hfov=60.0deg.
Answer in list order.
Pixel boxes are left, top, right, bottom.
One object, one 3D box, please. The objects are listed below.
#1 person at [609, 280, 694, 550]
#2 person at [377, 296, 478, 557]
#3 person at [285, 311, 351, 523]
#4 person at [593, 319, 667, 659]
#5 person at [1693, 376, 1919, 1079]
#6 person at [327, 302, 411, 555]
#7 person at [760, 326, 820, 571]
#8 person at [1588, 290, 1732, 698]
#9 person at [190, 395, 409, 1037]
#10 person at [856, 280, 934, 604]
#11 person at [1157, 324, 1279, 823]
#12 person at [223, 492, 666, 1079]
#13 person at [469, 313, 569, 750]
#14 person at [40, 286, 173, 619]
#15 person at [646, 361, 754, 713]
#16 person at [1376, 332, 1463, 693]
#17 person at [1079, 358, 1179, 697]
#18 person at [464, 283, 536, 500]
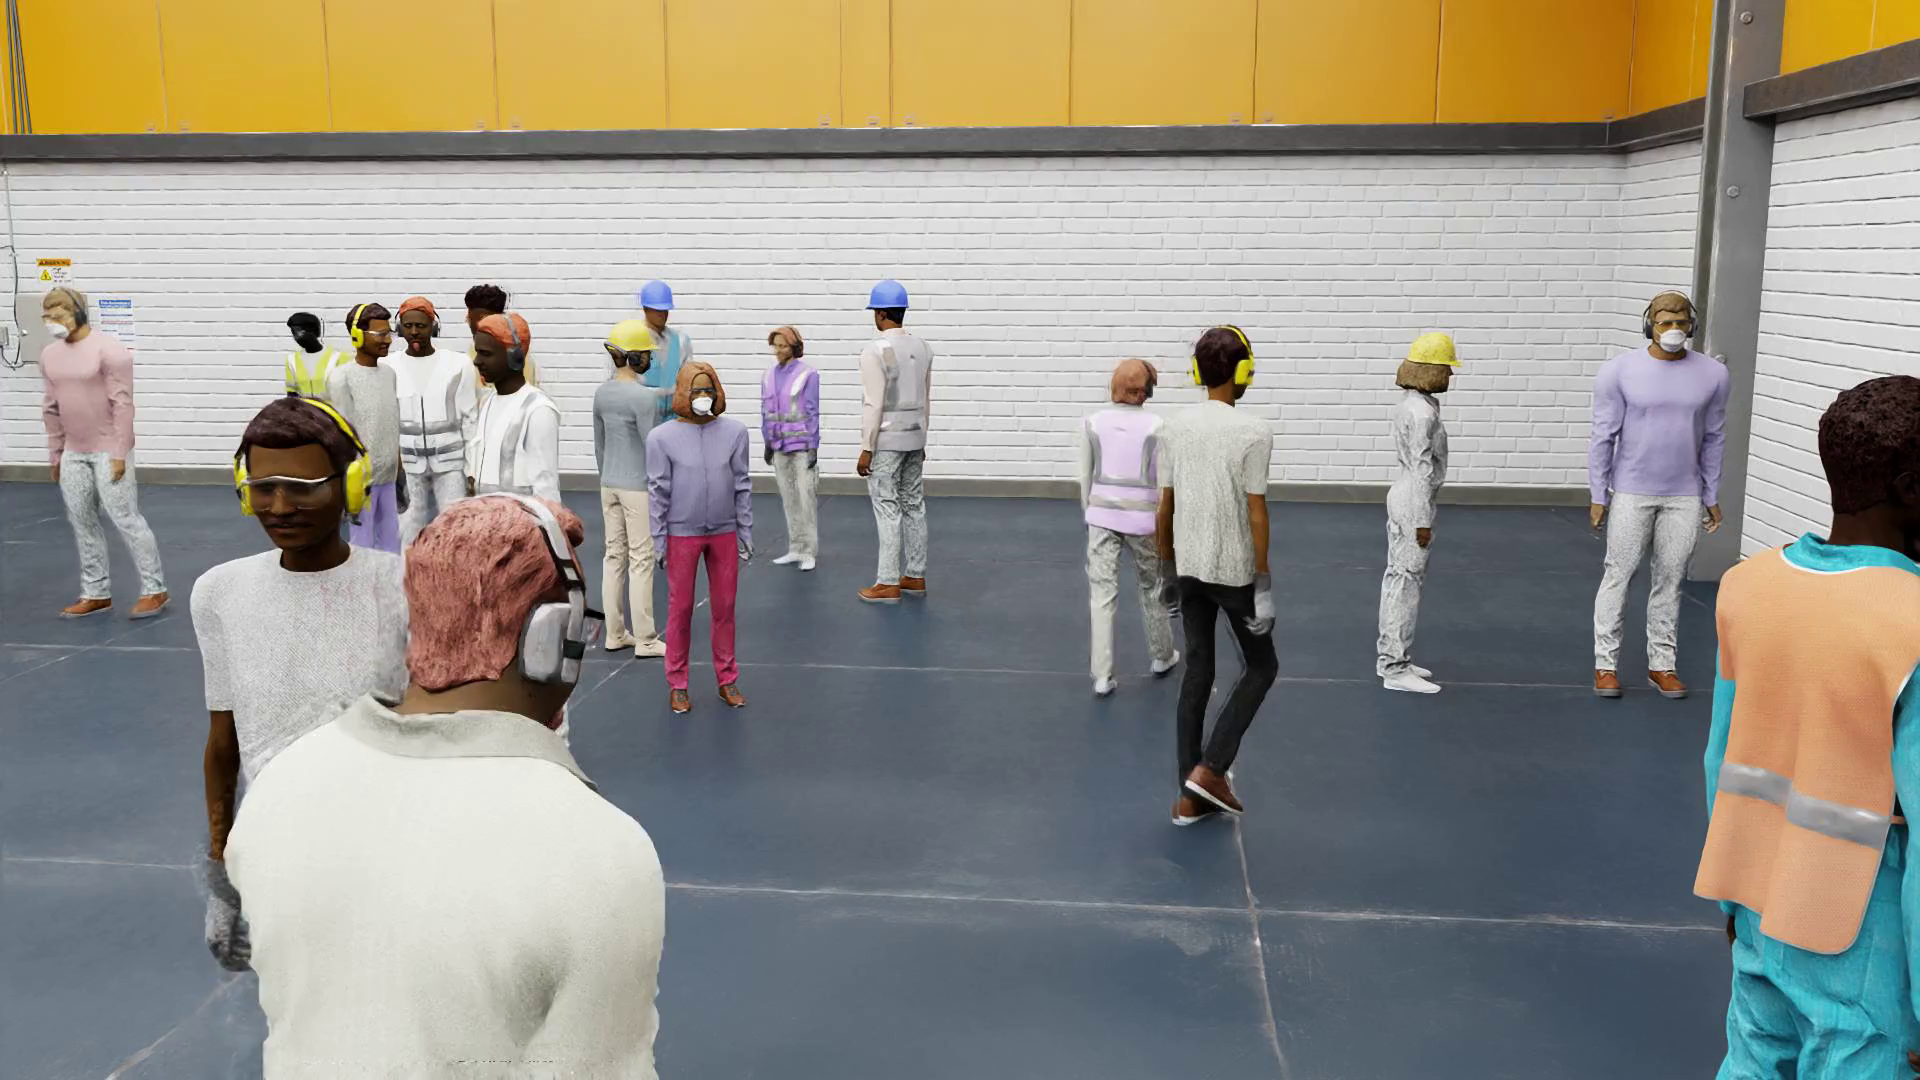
[{"bbox_3d":[-2.077,-0.809,11.372,0.649,1.925,0.463,-8,13,-39],"label":"person"},{"bbox_3d":[-2.941,-0.396,9.186,0.568,1.873,0.349,-2,10,-12],"label":"person"},{"bbox_3d":[-4.864,-0.917,12.721,0.550,1.660,0.439,2,10,10],"label":"person"},{"bbox_3d":[-1.706,-0.264,8.707,0.523,1.769,0.313,9,13,42],"label":"person"},{"bbox_3d":[1.514,0.674,2.903,0.393,1.919,0.589,-2,10,-12],"label":"person"},{"bbox_3d":[-3.027,-0.289,8.595,0.322,1.862,0.512,3,10,17],"label":"person"},{"bbox_3d":[-1.116,-0.613,11.108,0.541,1.623,0.343,7,12,36],"label":"person"},{"bbox_3d":[3.299,-0.208,7.893,0.633,1.938,0.356,1,10,3],"label":"person"},{"bbox_3d":[-1.204,0.649,3.212,0.506,1.864,0.329,0,10,-2],"label":"person"},{"bbox_3d":[-0.406,-0.590,10.053,0.395,1.945,0.618,7,12,35],"label":"person"},{"bbox_3d":[0.959,0.139,6.159,0.550,1.849,0.422,10,14,44],"label":"person"},{"bbox_3d":[-0.577,0.864,2.032,0.659,1.843,1.017,5,11,25],"label":"person"},{"bbox_3d":[-1.790,0.024,6.752,0.347,1.878,0.579,-7,12,-36],"label":"person"},{"bbox_3d":[-4.965,-0.494,9.594,0.691,1.919,0.483,4,11,21],"label":"person"},{"bbox_3d":[-1.193,-0.013,7.683,0.493,1.624,0.280,-5,11,-28],"label":"person"},{"bbox_3d":[2.230,-0.134,8.056,0.323,1.736,0.484,1,10,5],"label":"person"},{"bbox_3d":[0.837,-0.077,8.116,0.517,1.604,0.801,4,11,21],"label":"person"},{"bbox_3d":[-2.658,-0.521,9.699,0.514,1.934,0.641,3,10,16],"label":"person"}]
